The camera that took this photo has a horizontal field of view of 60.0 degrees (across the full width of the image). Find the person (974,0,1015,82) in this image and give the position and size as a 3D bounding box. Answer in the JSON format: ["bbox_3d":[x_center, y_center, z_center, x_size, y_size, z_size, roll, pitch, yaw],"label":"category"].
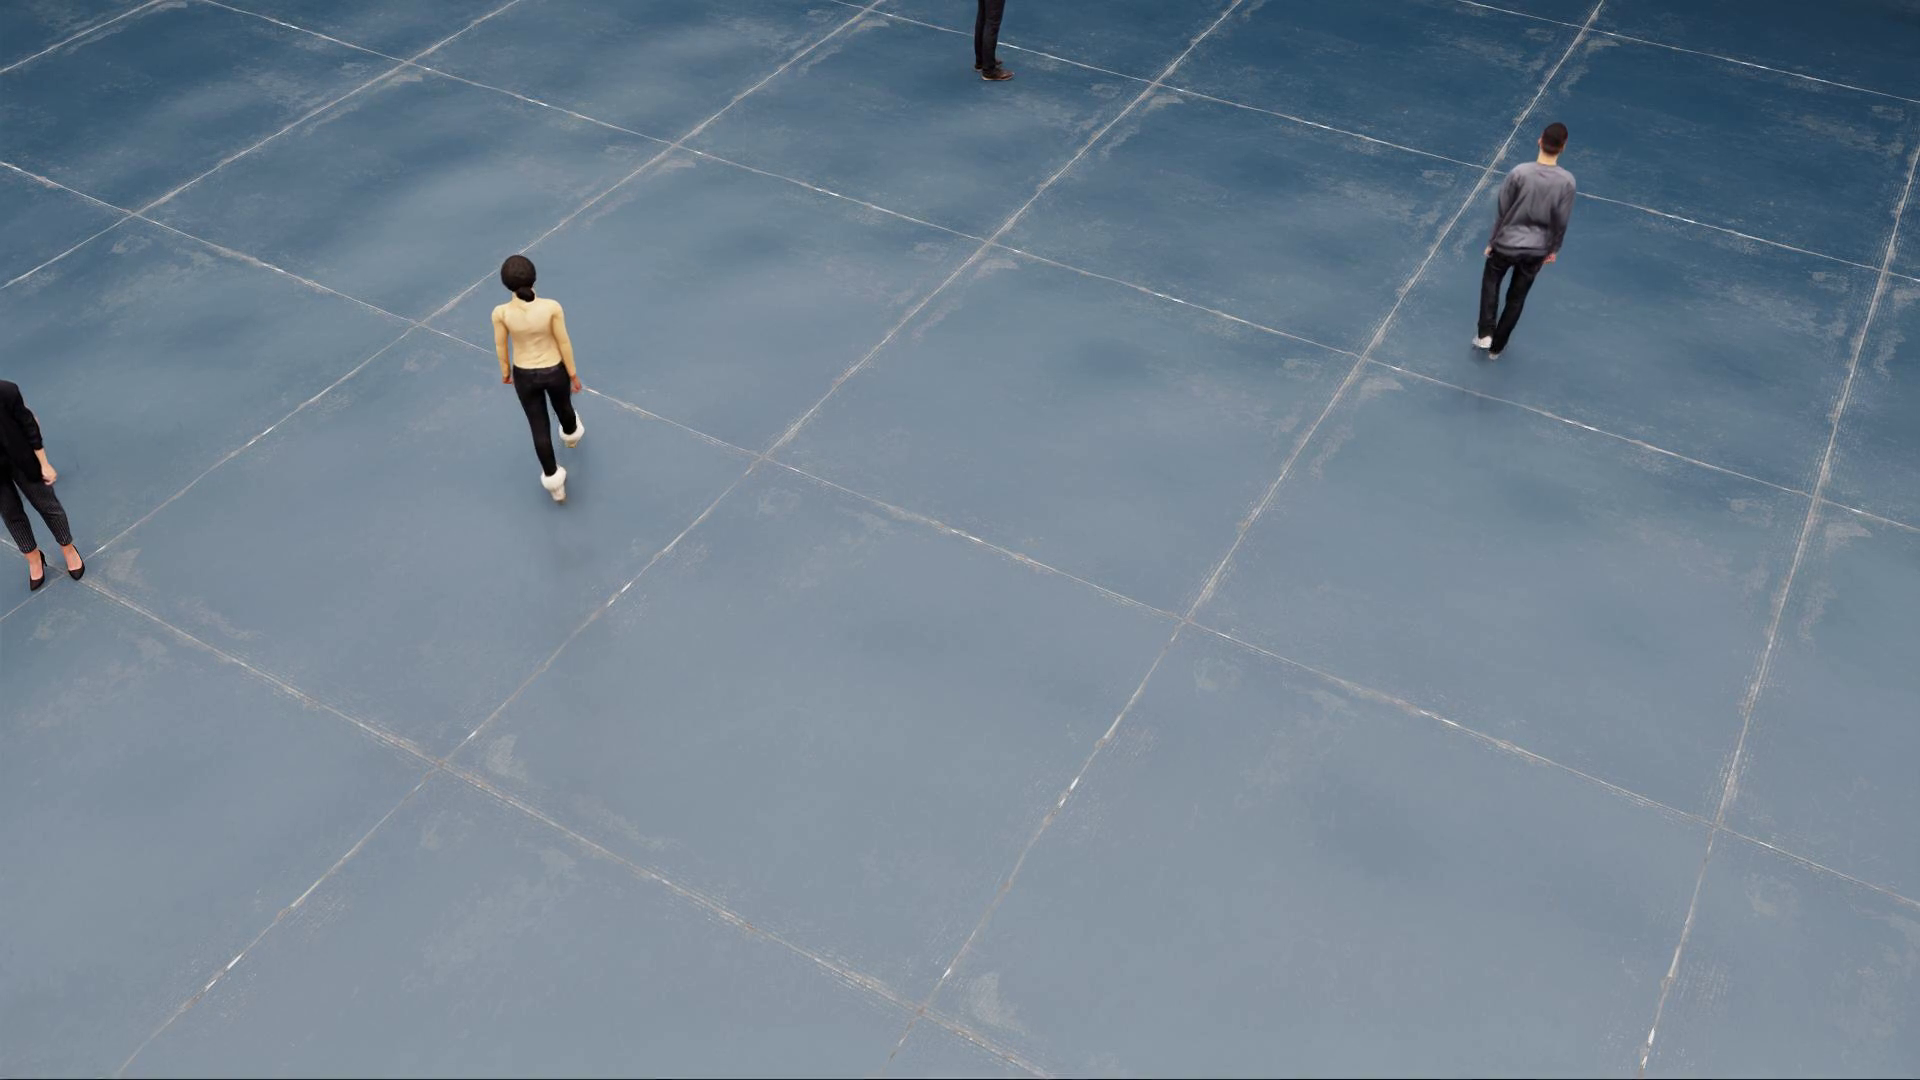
[{"bbox_3d":[0.257,-4.820,14.219,0.750,1.769,0.706,27,49,27],"label":"person"}]

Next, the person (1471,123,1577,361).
[{"bbox_3d":[3.718,-1.914,11.028,0.698,1.756,0.680,10,43,11],"label":"person"}]

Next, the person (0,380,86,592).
[{"bbox_3d":[-5.404,-0.434,9.428,0.724,1.717,0.790,-12,44,-13],"label":"person"}]

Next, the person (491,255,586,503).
[{"bbox_3d":[-2.541,-0.950,10.059,1.018,1.632,1.095,-8,43,-9],"label":"person"}]
